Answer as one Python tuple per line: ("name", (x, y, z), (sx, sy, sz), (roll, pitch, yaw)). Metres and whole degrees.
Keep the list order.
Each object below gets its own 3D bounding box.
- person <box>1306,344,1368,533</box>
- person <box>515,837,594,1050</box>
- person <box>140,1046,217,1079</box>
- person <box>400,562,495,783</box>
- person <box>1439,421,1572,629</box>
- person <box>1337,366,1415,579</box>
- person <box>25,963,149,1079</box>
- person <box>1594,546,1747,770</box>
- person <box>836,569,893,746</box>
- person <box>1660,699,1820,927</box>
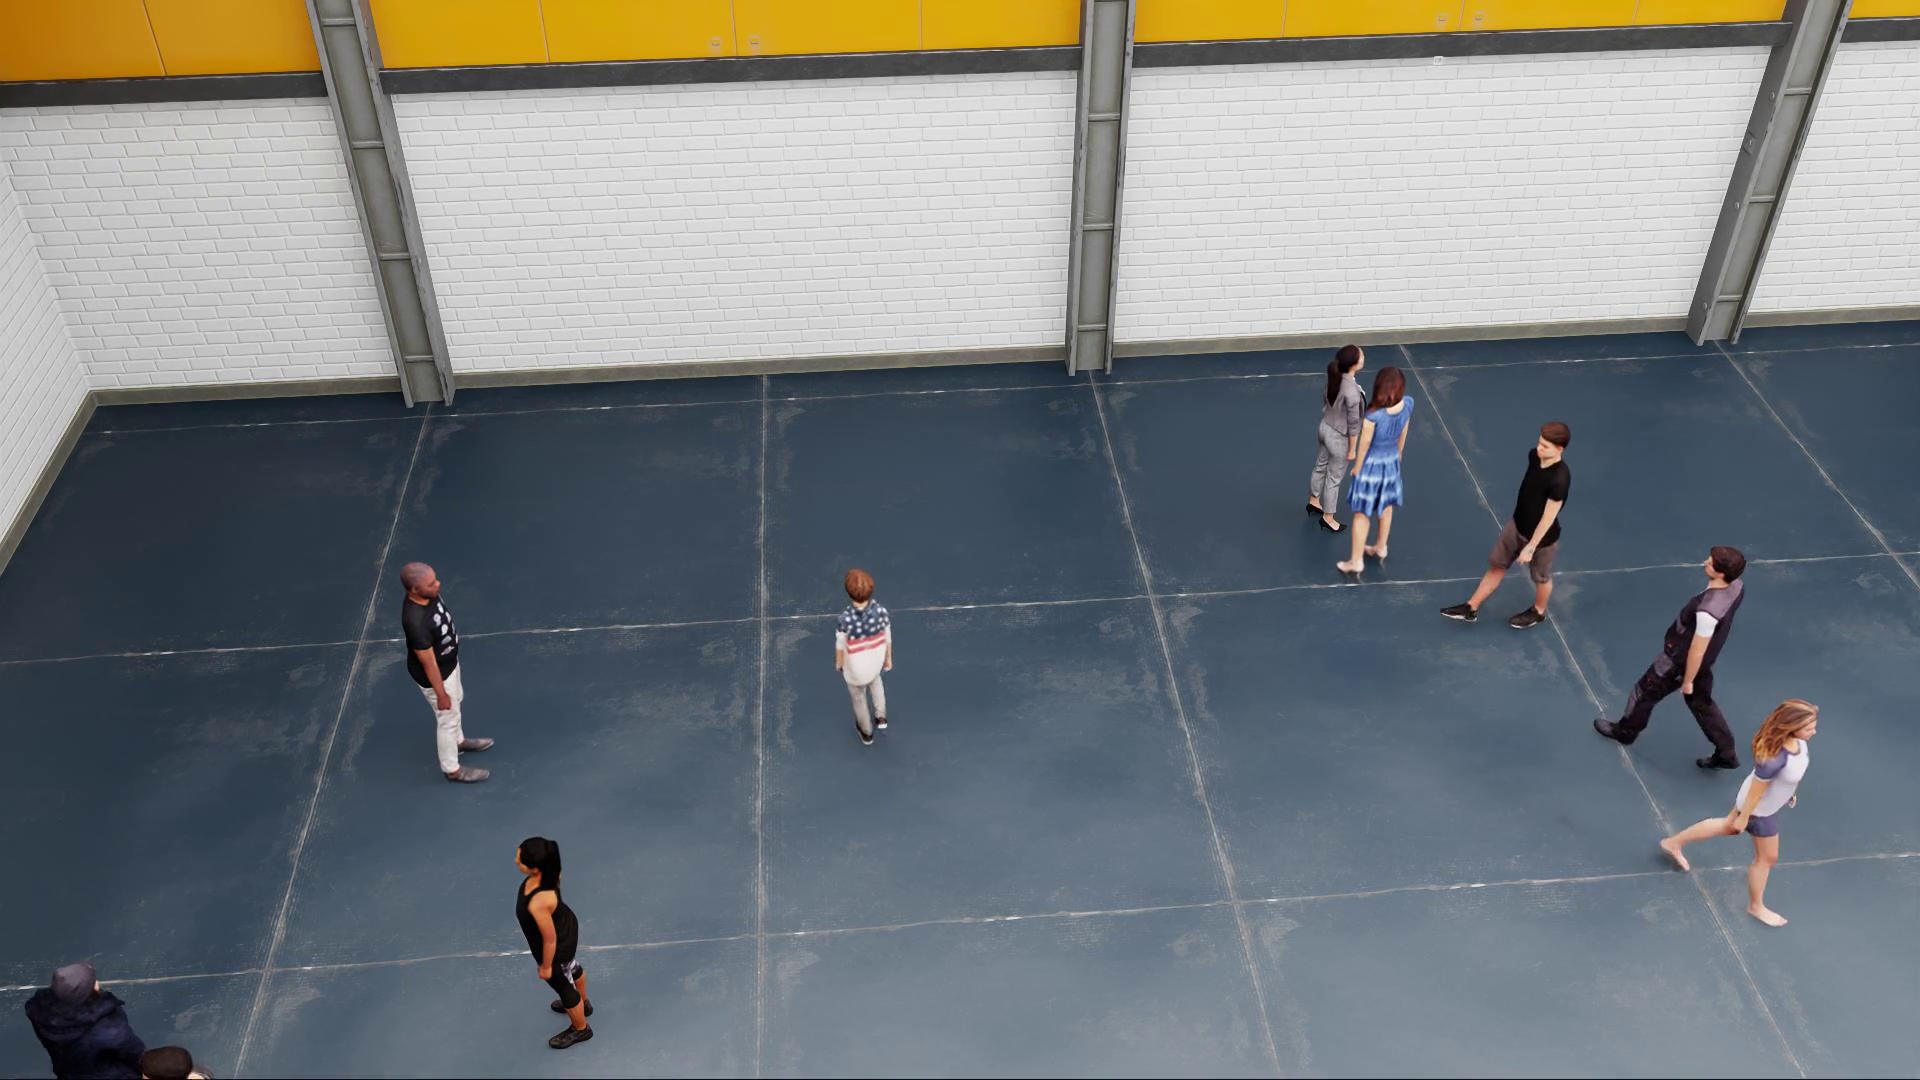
("person", (2.966, -0.812, 13.110), (0.661, 1.678, 0.669), (-11, 40, -14))
("person", (-2.272, 2.228, 9.320), (0.506, 1.658, 0.580), (-4, 39, -6))
("person", (-3.688, 3.049, 8.245), (0.701, 1.716, 0.701), (-22, 43, -25))
("person", (-3.442, 0.850, 10.931), (0.618, 1.802, 0.675), (-6, 39, -7))
("person", (4.257, -0.084, 12.077), (1.119, 1.830, 0.801), (-10, 40, -13))
("person", (3.170, -0.518, 12.643), (0.712, 1.801, 0.833), (-24, 45, -27))
("person", (-4.454, 2.825, 8.568), (0.698, 1.664, 0.819), (7, 39, 8))
("person", (4.923, 0.811, 10.969), (1.191, 1.814, 1.177), (32, 48, 33))
("person", (-0.627, 0.830, 11.253), (0.558, 1.430, 0.651), (-17, 42, -20))
("person", (4.786, 1.560, 10.130), (1.128, 1.691, 1.031), (25, 45, 28))
